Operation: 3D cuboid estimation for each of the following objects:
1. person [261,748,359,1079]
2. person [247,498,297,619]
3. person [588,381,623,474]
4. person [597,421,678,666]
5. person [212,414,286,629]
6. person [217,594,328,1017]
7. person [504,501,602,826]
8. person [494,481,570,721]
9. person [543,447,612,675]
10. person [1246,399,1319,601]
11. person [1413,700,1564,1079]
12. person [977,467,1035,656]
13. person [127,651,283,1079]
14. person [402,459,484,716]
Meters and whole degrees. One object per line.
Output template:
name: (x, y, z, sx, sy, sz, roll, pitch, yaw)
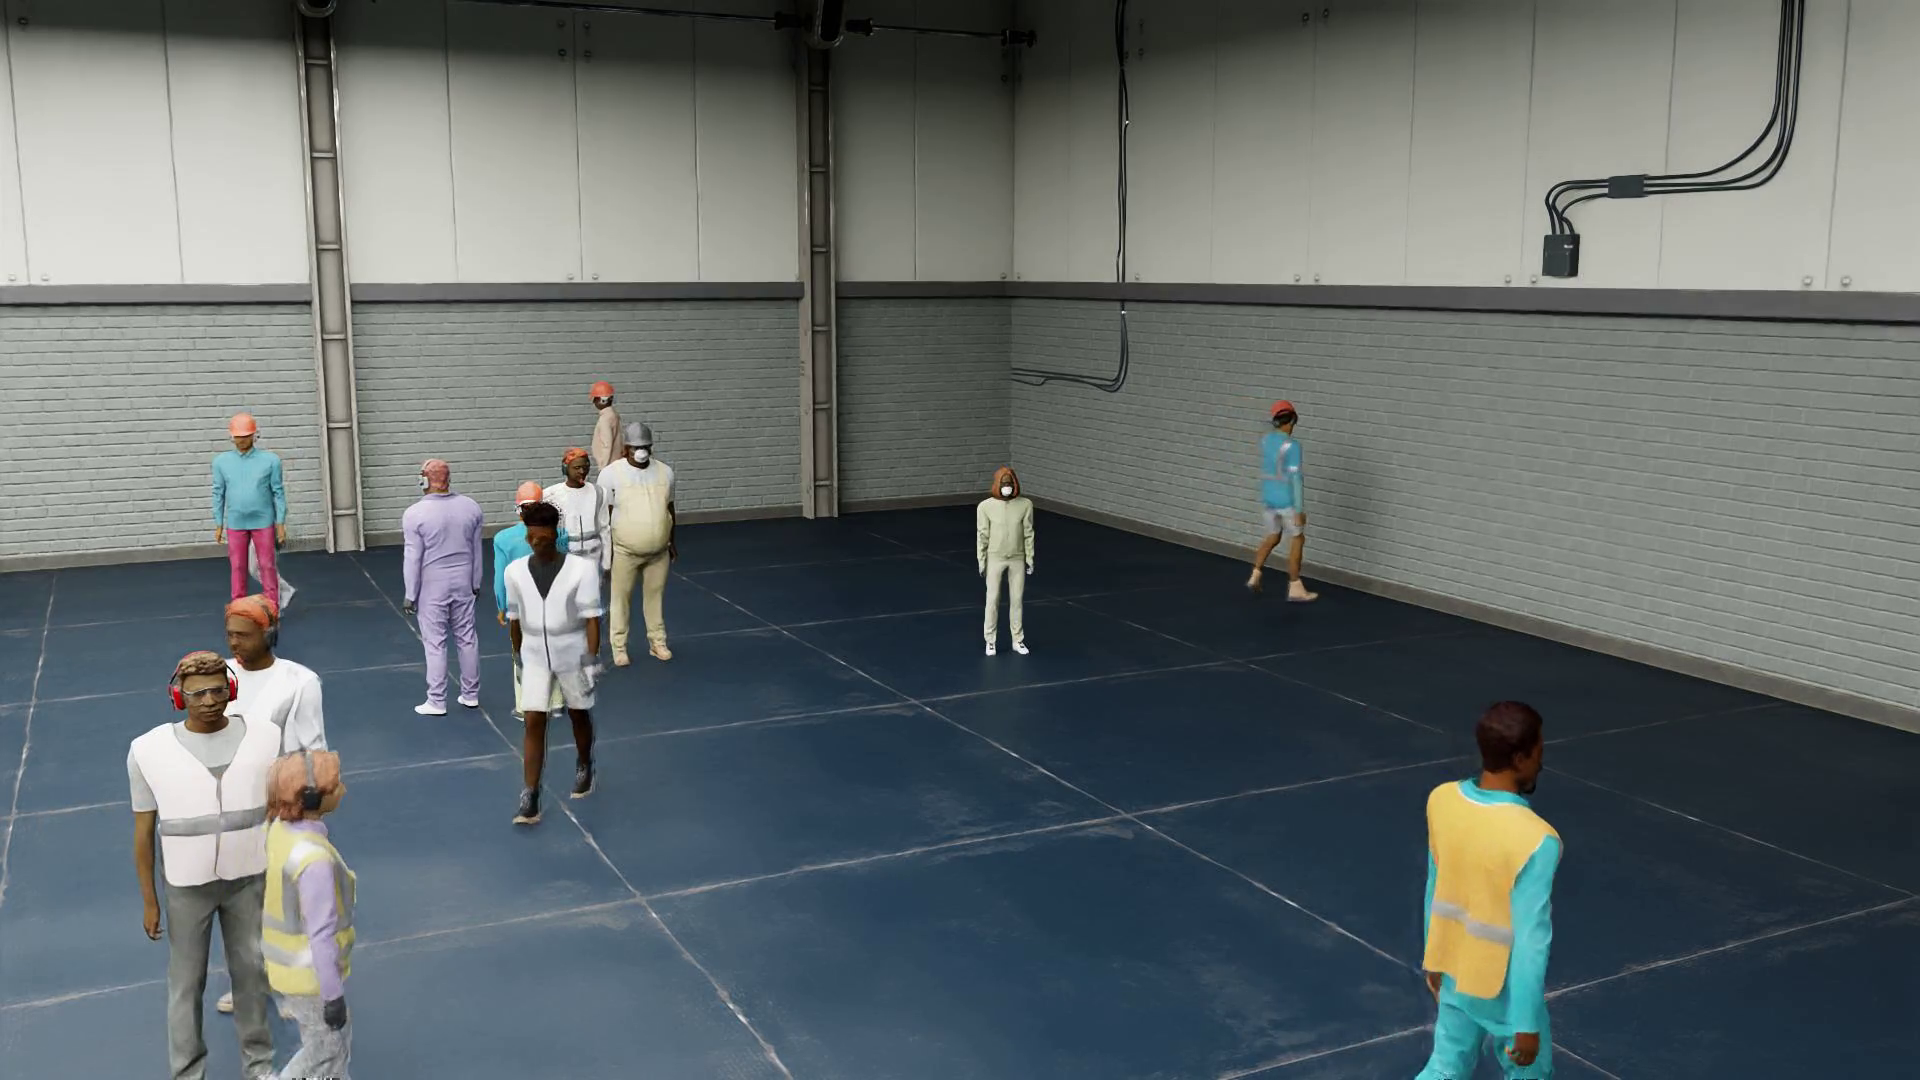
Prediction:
person: (-2.299, 1.533, 5.832, 0.418, 1.629, 0.534, -6, 11, -34)
person: (-6.502, -0.048, 15.606, 0.548, 1.615, 0.484, 7, 12, 37)
person: (-4.143, -0.866, 19.510, 0.389, 1.992, 0.619, -1, 9, -3)
person: (-2.656, 0.021, 13.902, 0.681, 2.000, 0.536, -6, 11, -31)
person: (-6.468, -0.157, 15.142, 0.625, 1.990, 0.395, -2, 9, -11)
person: (-3.063, 1.164, 7.338, 0.582, 1.882, 0.339, 2, 9, 13)
person: (-2.450, 0.711, 10.058, 0.613, 1.917, 0.983, 0, 9, 3)
person: (-3.119, 0.444, 12.173, 0.568, 1.751, 0.329, -4, 10, -24)
person: (-3.084, 0.186, 13.409, 0.576, 1.877, 0.347, -6, 11, -31)
person: (3.212, -0.390, 16.518, 0.595, 2.006, 0.694, -4, 10, -22)
person: (1.704, 1.457, 5.540, 0.862, 1.891, 0.597, -4, 10, -21)
person: (0.389, 0.183, 14.185, 0.498, 1.627, 0.280, -2, 9, -12)
person: (-2.887, 1.326, 6.455, 0.564, 1.846, 0.390, -8, 12, -39)
person: (-3.837, 0.347, 12.311, 0.409, 1.908, 0.638, 8, 12, 41)
